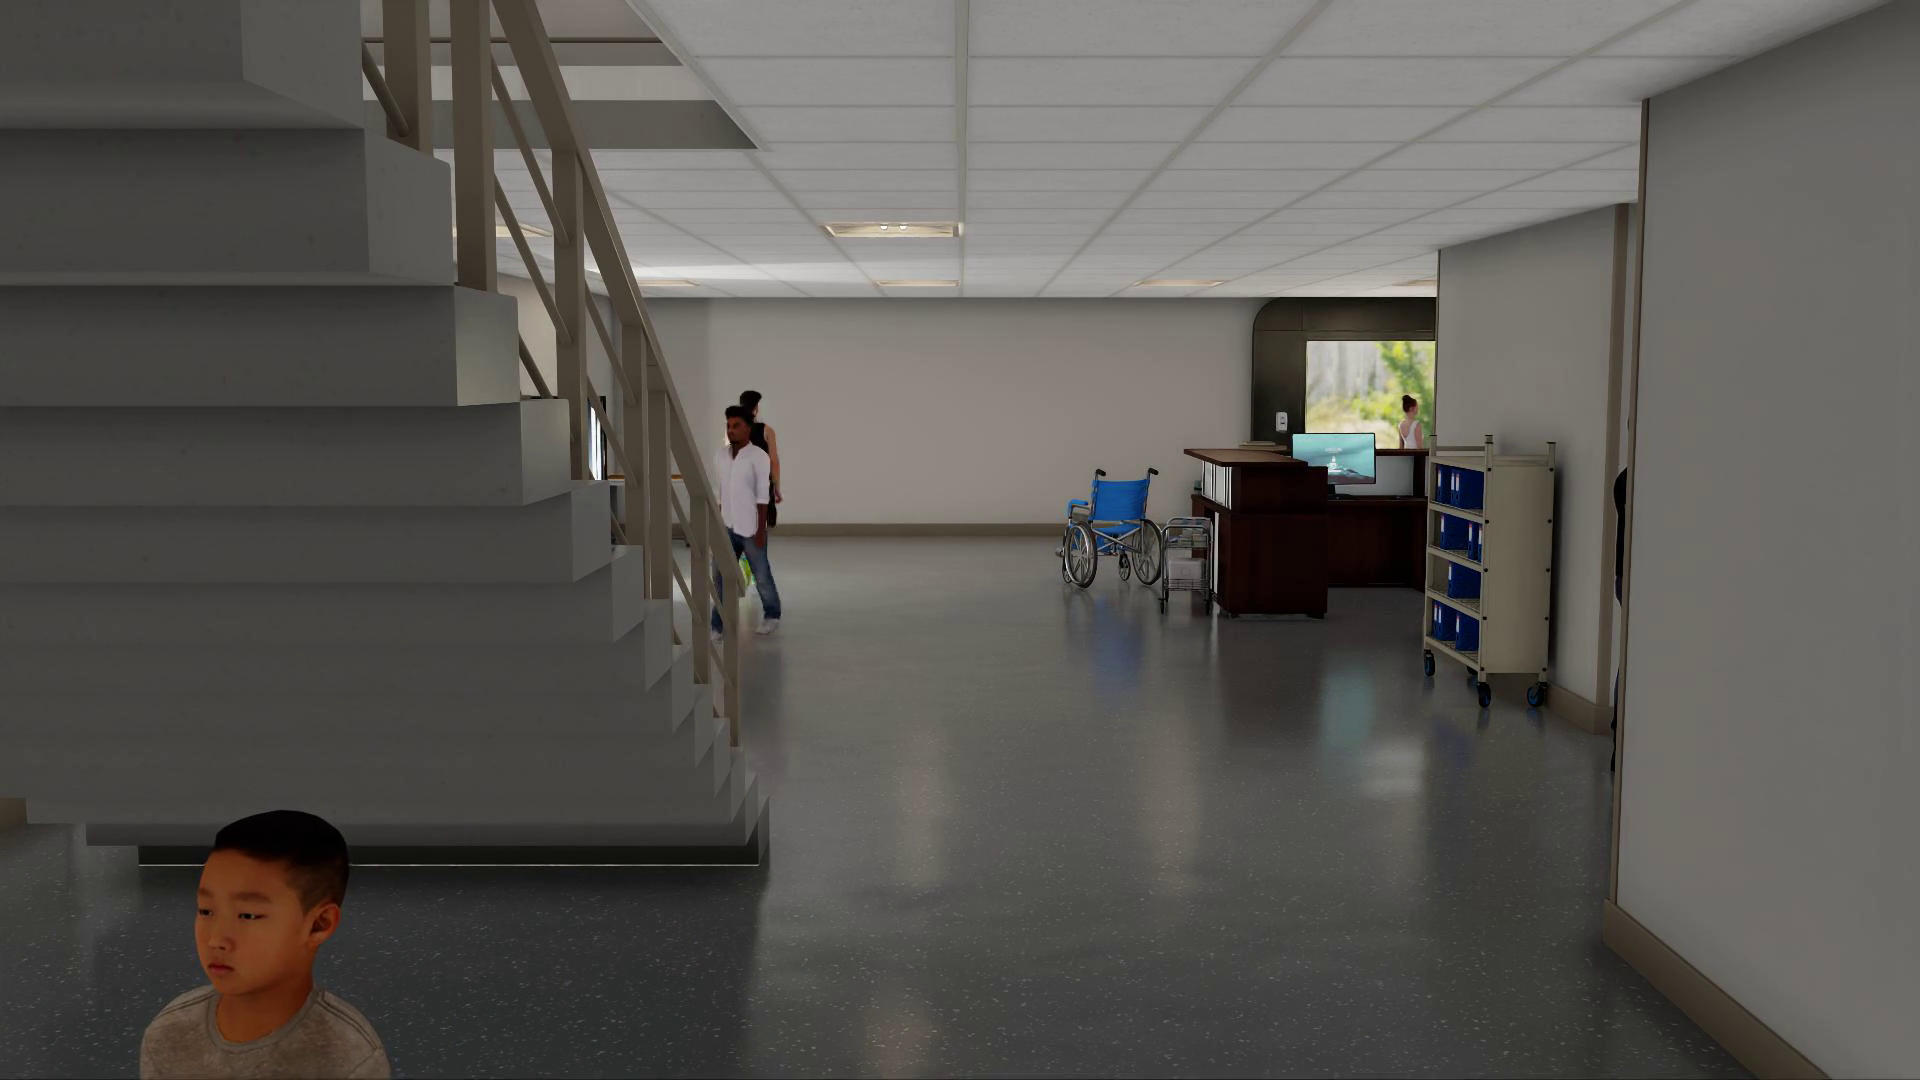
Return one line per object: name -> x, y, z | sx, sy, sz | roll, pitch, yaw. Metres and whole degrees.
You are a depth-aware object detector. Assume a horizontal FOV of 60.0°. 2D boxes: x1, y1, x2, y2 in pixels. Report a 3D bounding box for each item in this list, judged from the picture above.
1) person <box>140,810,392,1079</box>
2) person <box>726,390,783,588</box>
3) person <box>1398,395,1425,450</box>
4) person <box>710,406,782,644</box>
person -> -0.941, 1.095, 2.302 | 0.575, 1.465, 0.552 | 1, 6, 9
person -> -1.972, -0.459, 15.742 | 0.828, 1.868, 1.150 | 1, 6, 12
person -> 5.431, -0.860, 20.106 | 0.688, 1.791, 0.542 | -2, 6, -23
person -> -1.596, -0.101, 12.662 | 0.969, 1.772, 1.258 | 3, 6, 24
